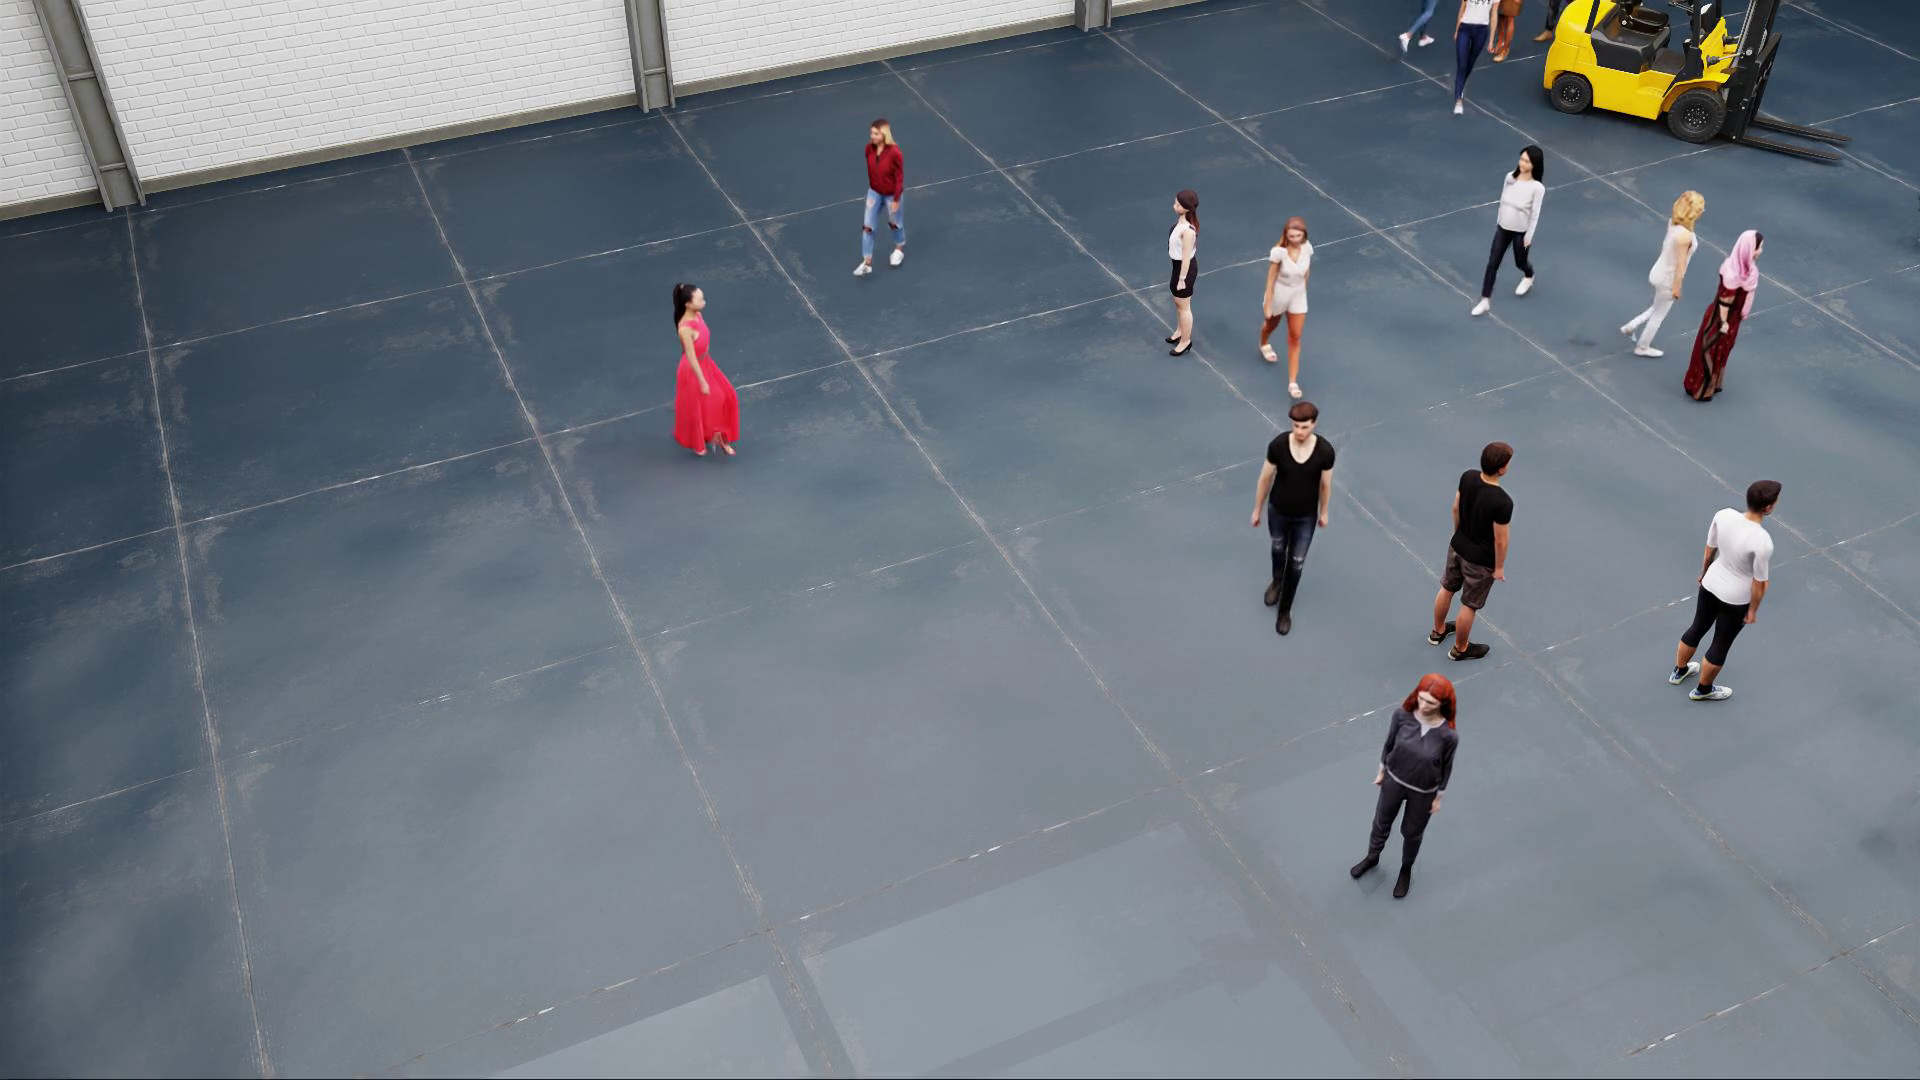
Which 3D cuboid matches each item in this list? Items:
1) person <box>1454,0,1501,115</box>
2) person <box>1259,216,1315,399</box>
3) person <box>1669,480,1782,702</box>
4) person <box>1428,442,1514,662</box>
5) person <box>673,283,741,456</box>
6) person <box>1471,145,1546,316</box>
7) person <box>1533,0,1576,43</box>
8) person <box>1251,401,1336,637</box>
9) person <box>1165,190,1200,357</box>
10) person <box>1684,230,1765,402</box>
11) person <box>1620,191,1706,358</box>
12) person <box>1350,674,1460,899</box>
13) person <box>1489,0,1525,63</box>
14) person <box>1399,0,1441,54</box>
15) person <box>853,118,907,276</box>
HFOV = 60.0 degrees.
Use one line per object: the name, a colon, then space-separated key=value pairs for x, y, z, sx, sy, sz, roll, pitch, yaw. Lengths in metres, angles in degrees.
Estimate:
person: x=6.050 y=-5.962 z=19.629 sx=1.148 sy=1.725 sz=1.137 roll=9 pitch=39 yaw=11
person: x=2.895 y=-2.203 z=14.988 sx=1.150 sy=1.643 sz=0.839 roll=-8 pitch=39 yaw=-10
person: x=5.362 y=0.346 z=11.626 sx=0.541 sy=1.855 sz=0.650 roll=-16 pitch=41 yaw=-19
person: x=3.692 y=0.069 z=11.969 sx=0.588 sy=1.862 sz=0.675 roll=-19 pitch=42 yaw=-22
person: x=-2.289 y=-1.392 z=13.927 sx=0.909 sy=1.699 sz=0.822 roll=8 pitch=39 yaw=10
person: x=5.382 y=-2.985 z=15.947 sx=1.164 sy=1.668 sz=0.819 roll=-29 pitch=47 yaw=-31
person: x=7.858 y=-7.191 z=21.187 sx=1.006 sy=1.702 sz=0.651 roll=-16 pitch=41 yaw=-19
person: x=2.495 y=-0.282 z=12.396 sx=0.981 sy=1.876 sz=1.044 roll=13 pitch=40 yaw=16
person: x=2.058 y=-2.471 z=15.321 sx=0.620 sy=1.647 sz=0.615 roll=-2 pitch=39 yaw=-2
person: x=6.777 y=-2.005 z=14.746 sx=0.803 sy=1.636 sz=0.668 roll=32 pitch=48 yaw=33
person: x=6.408 y=-2.434 z=15.264 sx=0.803 sy=1.660 sz=0.748 roll=7 pitch=39 yaw=9
person: x=2.782 y=1.495 z=10.249 sx=0.655 sy=1.779 sz=0.655 roll=25 pitch=45 yaw=28
person: x=6.897 y=-6.839 z=20.753 sx=0.515 sy=1.693 sz=0.564 roll=-15 pitch=41 yaw=-18
person: x=5.846 y=-6.962 z=20.892 sx=1.101 sy=1.713 sz=0.747 roll=-25 pitch=45 yaw=-27
person: x=-0.698 y=-3.465 z=16.600 sx=0.937 sy=1.605 sz=1.035 roll=17 pitch=42 yaw=20
